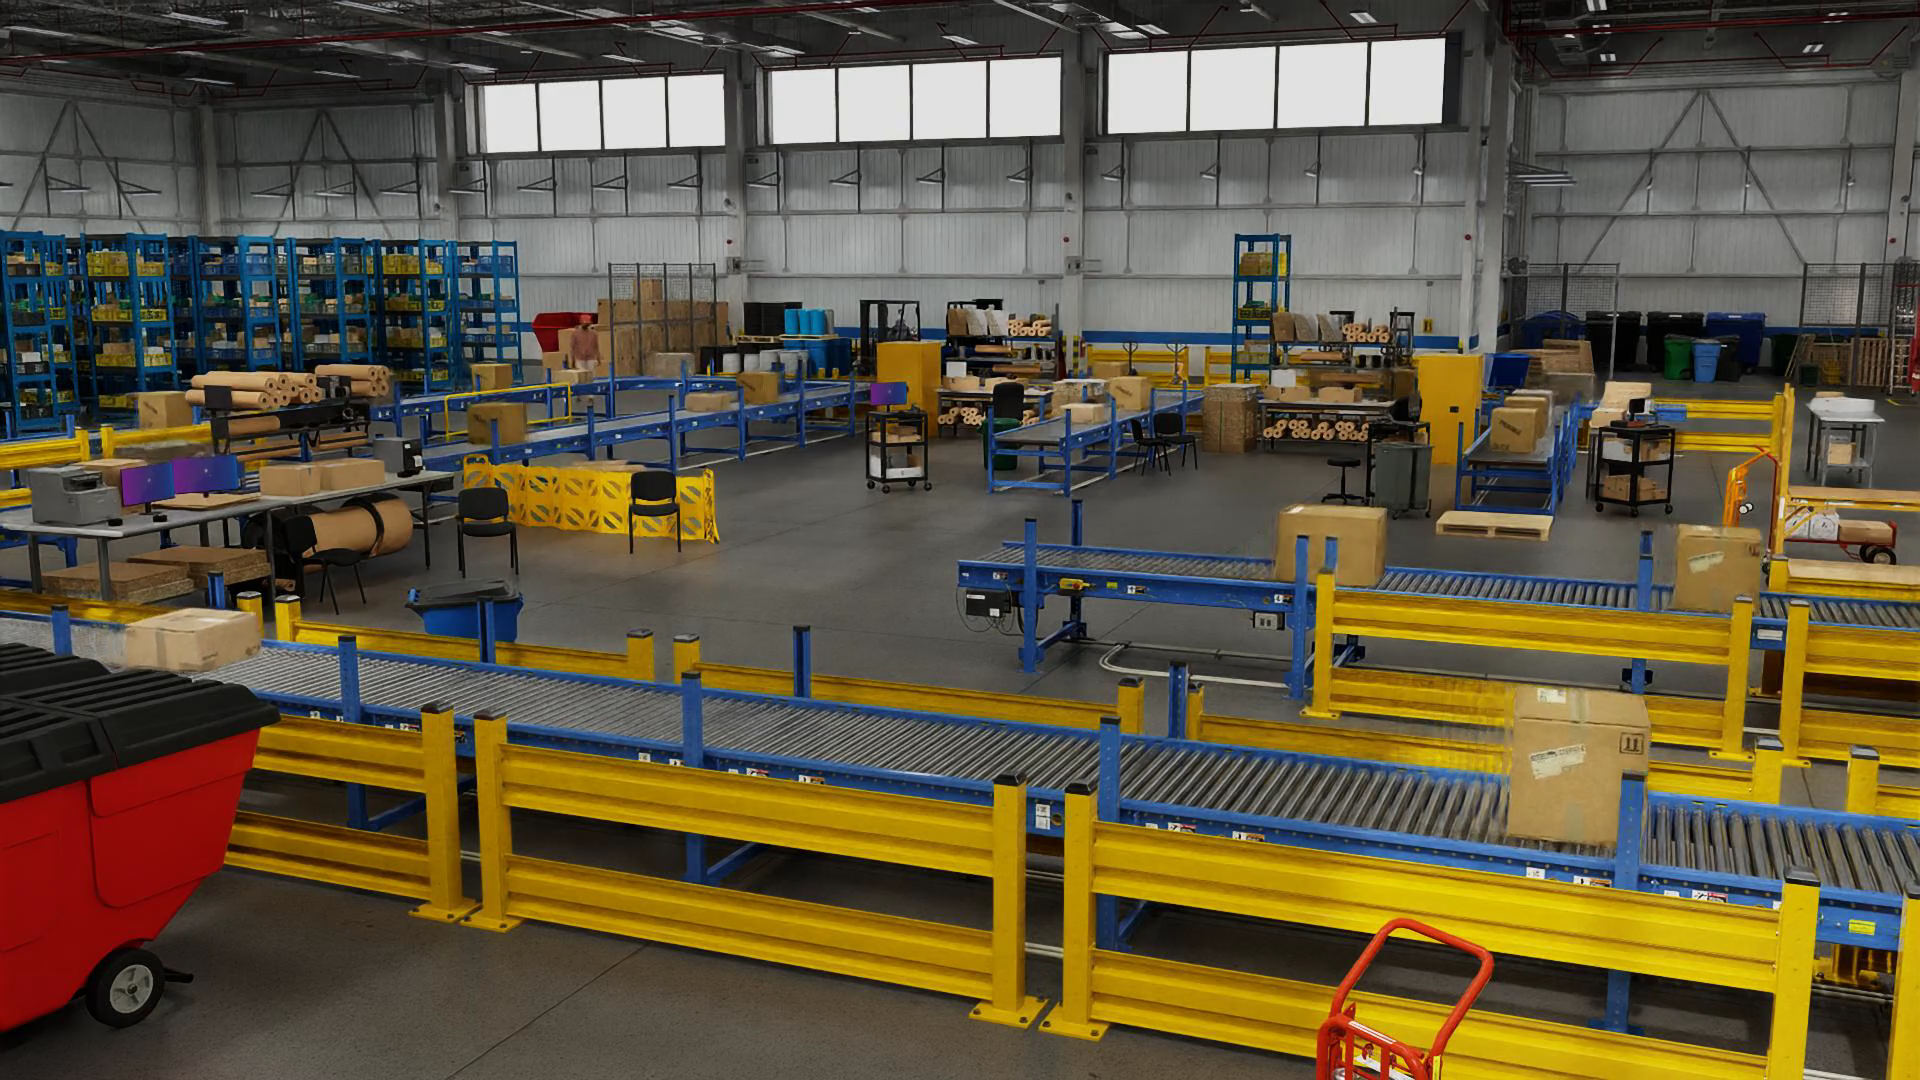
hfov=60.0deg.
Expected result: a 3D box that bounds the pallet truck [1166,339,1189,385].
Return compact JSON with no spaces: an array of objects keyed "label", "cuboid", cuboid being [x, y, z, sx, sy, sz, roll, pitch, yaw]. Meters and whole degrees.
[{"label":"pallet truck","cuboid":[5.418,-4.269,40.420,0.704,1.261,1.522,3,10,20]}]

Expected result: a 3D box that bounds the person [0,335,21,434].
[{"label":"person","cuboid":[-17.162,-2.783,29.853,0.636,1.818,0.608,2,10,15]}]

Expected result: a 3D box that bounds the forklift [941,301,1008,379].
[{"label":"forklift","cuboid":[0.365,-4.966,41.571,1.157,1.987,2.680,3,10,20]}]

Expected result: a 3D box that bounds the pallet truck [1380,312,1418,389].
[{"label":"pallet truck","cuboid":[10.207,-4.283,38.369,0.823,1.965,1.885,3,10,20]}]

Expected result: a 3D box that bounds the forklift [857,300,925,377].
[{"label":"forklift","cuboid":[-1.732,-5.109,42.468,1.157,1.987,2.680,4,10,22]}]

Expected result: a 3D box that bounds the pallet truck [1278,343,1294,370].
[{"label":"pallet truck","cuboid":[7.886,-4.163,39.743,0.653,1.274,1.630,4,10,22]}]

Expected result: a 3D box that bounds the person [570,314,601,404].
[{"label":"person","cuboid":[-8.246,-3.983,36.608,0.627,1.978,0.488,-6,11,-34]}]

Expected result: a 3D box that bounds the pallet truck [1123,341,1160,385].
[{"label":"pallet truck","cuboid":[4.445,-4.380,41.279,0.680,1.201,1.601,4,10,22]}]

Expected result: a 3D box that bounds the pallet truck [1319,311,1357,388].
[{"label":"pallet truck","cuboid":[9.071,-4.419,39.190,0.823,1.965,1.885,5,10,26]}]
